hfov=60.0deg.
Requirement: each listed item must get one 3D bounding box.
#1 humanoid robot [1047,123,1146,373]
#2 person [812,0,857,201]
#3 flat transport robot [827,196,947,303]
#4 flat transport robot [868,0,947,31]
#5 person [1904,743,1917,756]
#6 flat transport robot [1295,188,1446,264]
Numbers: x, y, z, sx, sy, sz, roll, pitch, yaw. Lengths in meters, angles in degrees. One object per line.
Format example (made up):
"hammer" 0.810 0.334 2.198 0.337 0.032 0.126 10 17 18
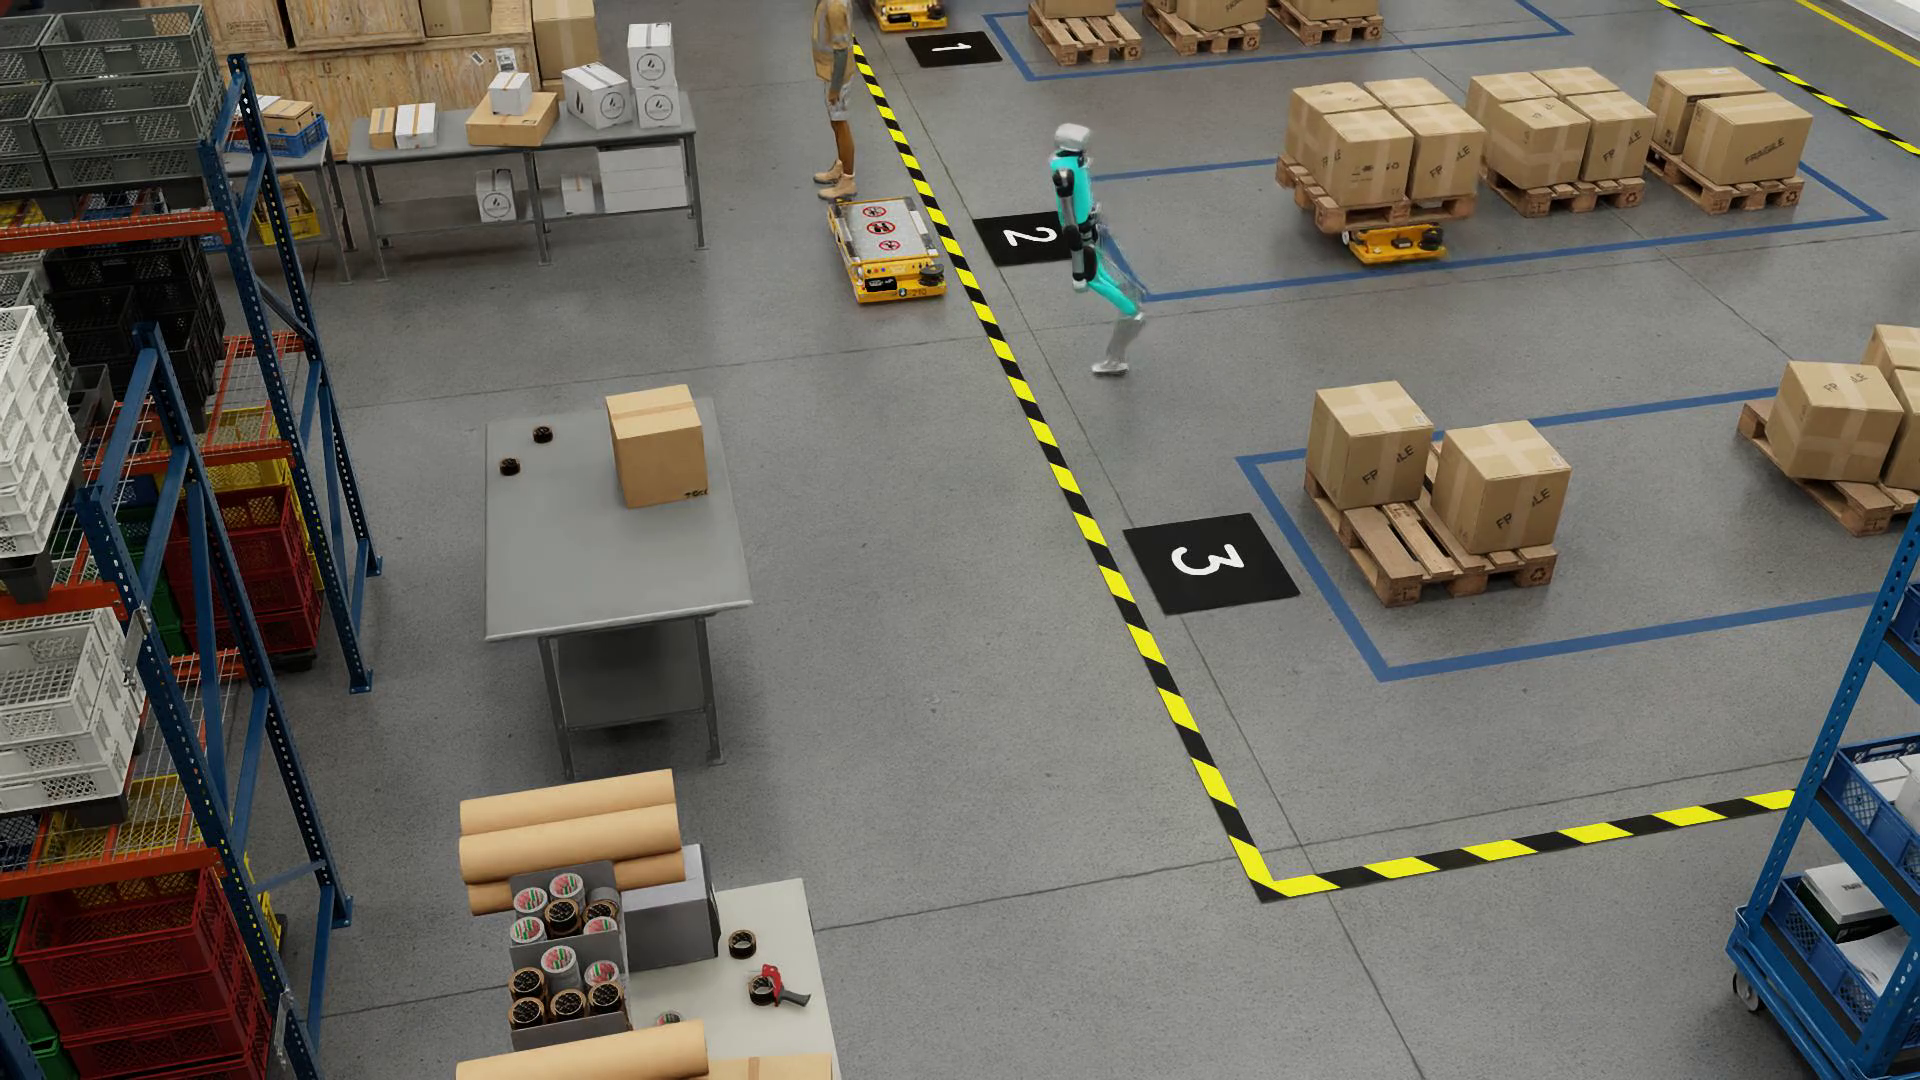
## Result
"humanoid robot" 0.958 -1.798 10.778 0.818 1.815 0.543 6 37 8
"person" -1.012 -3.670 13.004 0.376 2.041 0.612 -5 37 -7
"flat transport robot" -0.570 -2.220 12.538 0.659 0.231 1.431 -8 37 -10
"flat transport robot" -0.599 -5.553 16.994 0.652 0.197 1.431 -8 37 -10
"person" 4.453 0.738 7.236 0.400 1.851 0.591 -5 37 -6
"flat transport robot" 3.191 -2.589 13.011 0.652 0.197 1.431 -8 37 -10
